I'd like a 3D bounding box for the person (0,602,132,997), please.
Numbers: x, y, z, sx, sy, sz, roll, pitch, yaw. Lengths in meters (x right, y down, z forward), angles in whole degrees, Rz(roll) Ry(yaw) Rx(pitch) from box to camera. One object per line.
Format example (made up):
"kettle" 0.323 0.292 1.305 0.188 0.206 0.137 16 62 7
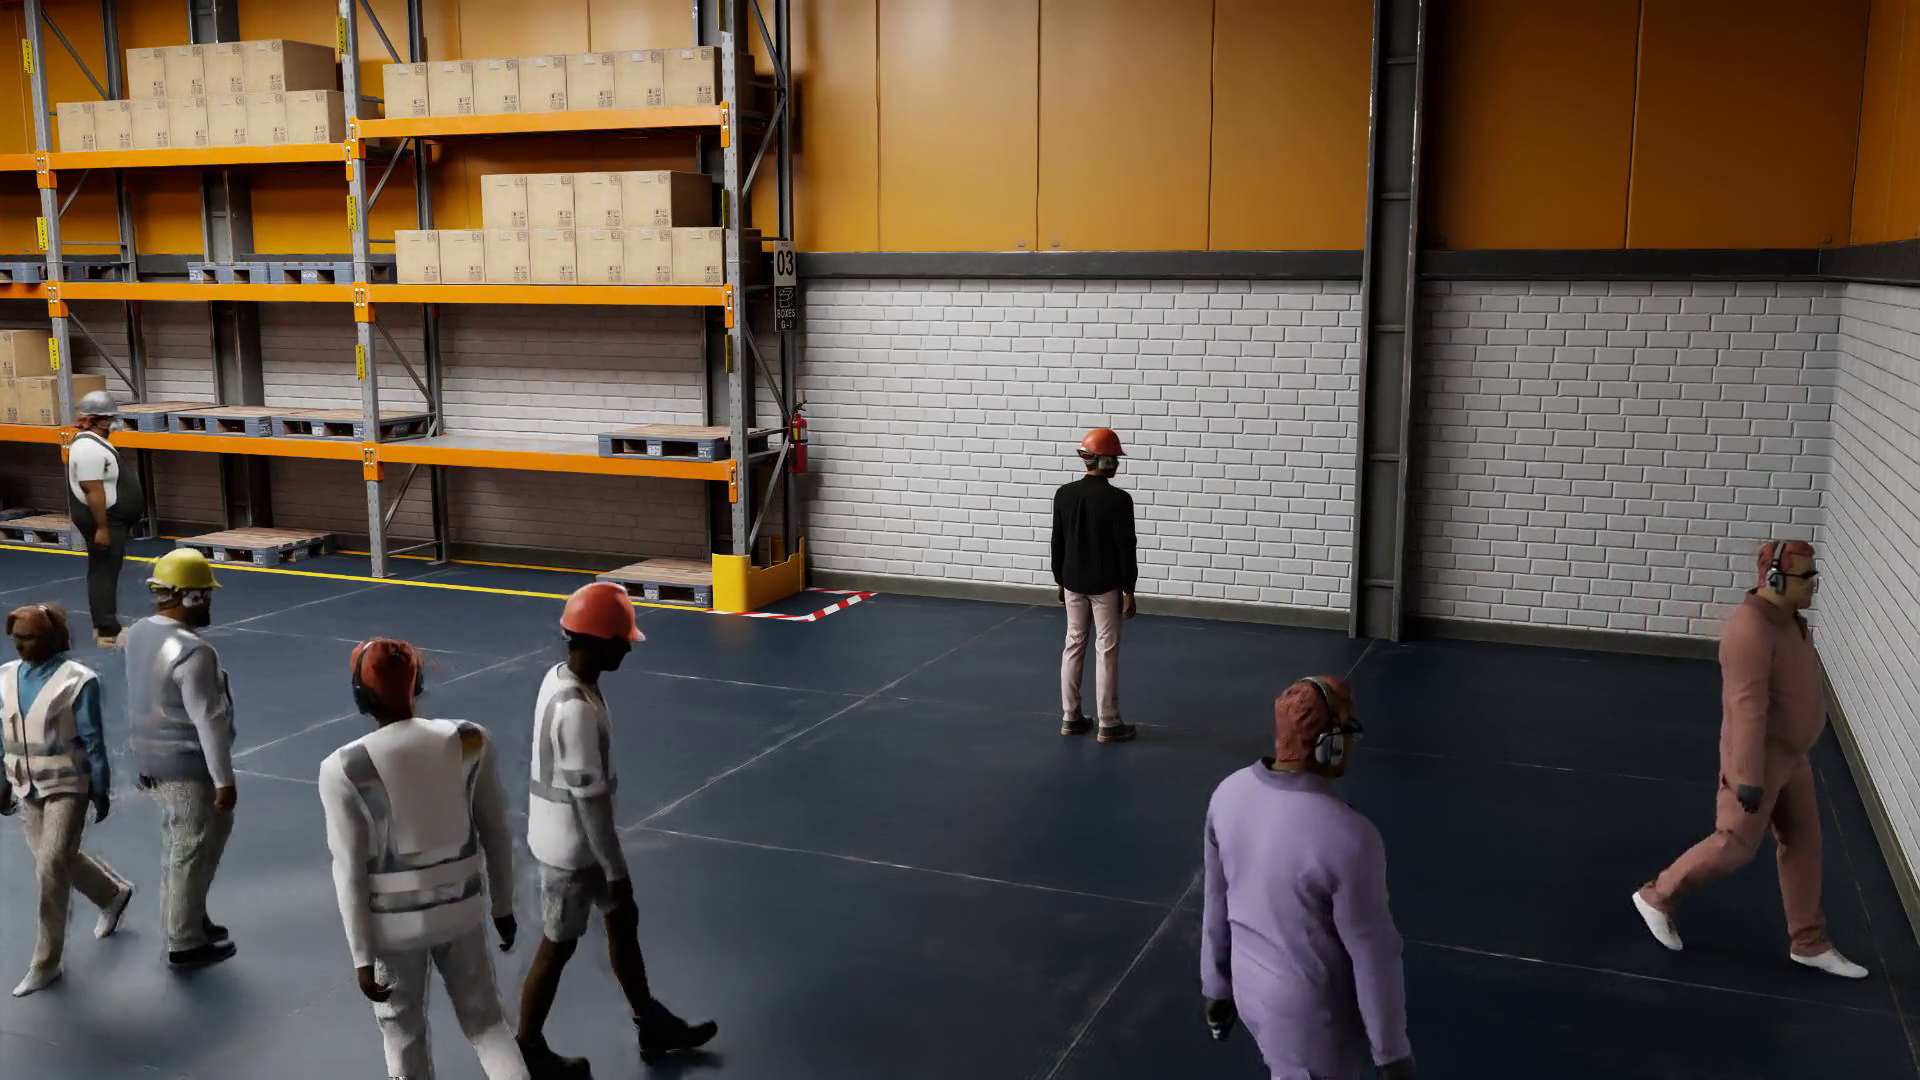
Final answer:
"person" -3.850 1.041 7.133 0.515 1.610 0.760 2 10 14

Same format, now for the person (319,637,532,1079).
"person" -1.643 1.233 5.256 0.593 1.853 0.780 -8 13 -41

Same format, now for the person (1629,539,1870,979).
"person" 3.423 0.910 7.138 0.819 1.888 0.665 8 12 41

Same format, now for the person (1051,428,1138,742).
"person" 0.870 0.281 10.583 0.622 1.990 0.388 8 12 39

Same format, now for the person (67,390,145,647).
"person" -6.778 -0.181 13.238 0.536 2.000 0.688 -5 11 -28

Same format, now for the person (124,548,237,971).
"person" -3.289 0.939 7.148 0.627 1.808 0.464 9 13 42

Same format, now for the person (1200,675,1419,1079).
"person" 0.989 1.311 4.663 0.448 1.891 0.648 -4 10 -21

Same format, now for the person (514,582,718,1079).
"person" -1.261 1.082 6.031 0.906 1.890 0.568 -2 10 -14
